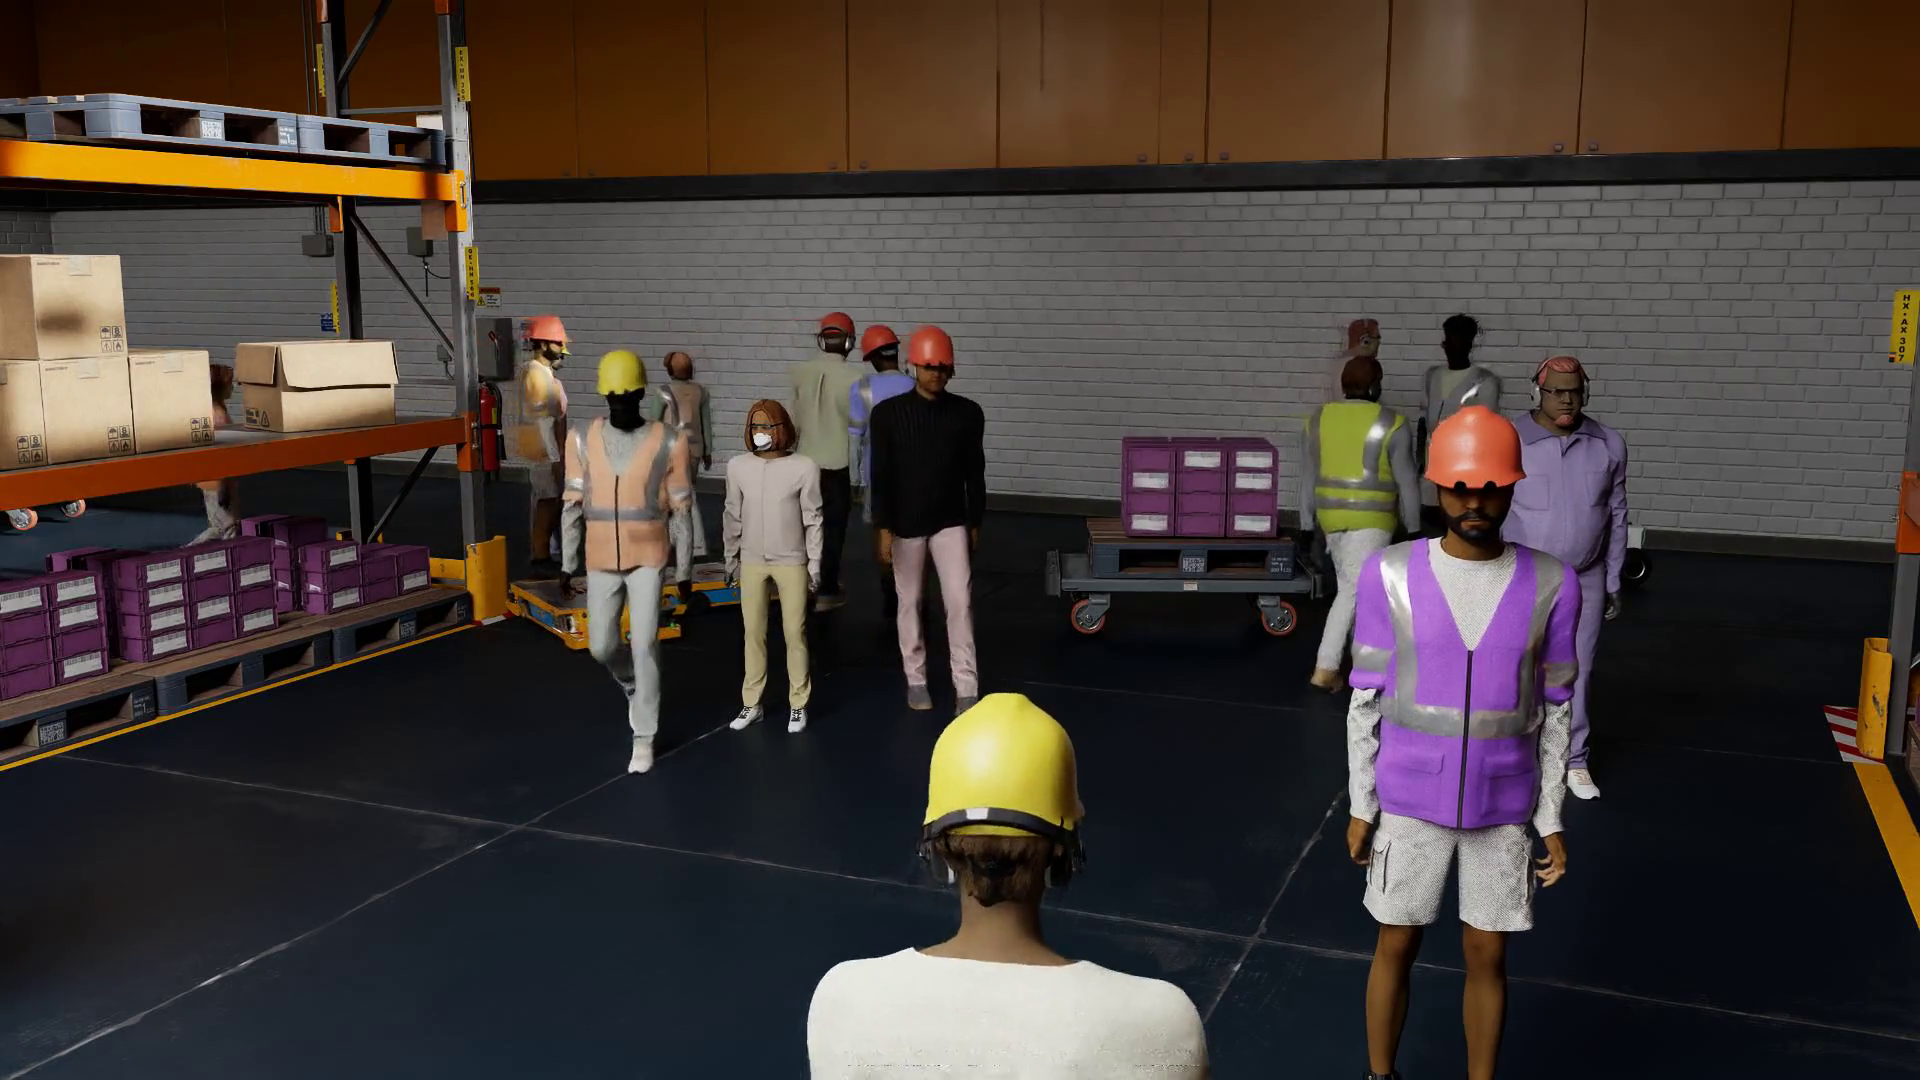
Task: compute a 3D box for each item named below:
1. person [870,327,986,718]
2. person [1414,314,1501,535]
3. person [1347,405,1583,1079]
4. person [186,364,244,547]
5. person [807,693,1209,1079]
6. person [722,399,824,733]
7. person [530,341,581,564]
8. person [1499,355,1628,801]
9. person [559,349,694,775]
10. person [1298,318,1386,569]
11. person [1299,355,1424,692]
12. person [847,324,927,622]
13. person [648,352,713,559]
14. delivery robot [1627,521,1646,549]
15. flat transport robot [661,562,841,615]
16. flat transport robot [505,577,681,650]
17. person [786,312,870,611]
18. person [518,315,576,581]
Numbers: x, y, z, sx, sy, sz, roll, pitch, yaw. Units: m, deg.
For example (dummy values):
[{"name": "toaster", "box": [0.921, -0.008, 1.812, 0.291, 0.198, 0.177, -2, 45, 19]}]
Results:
[{"name": "person", "box": [-0.136, -0.061, 8.246, 0.610, 1.957, 0.889, -2, 9, -9]}, {"name": "person", "box": [3.397, -0.567, 11.350, 0.641, 1.950, 0.626, -6, 11, -34]}, {"name": "person", "box": [1.224, 0.637, 4.088, 0.543, 1.939, 0.361, 2, 10, 11]}, {"name": "person", "box": [-5.002, -0.365, 11.102, 0.592, 1.622, 0.521, -7, 11, -35]}, {"name": "person", "box": [0.088, 1.050, 2.253, 0.528, 1.725, 0.892, 3, 10, 18]}, {"name": "person", "box": [-0.910, 0.128, 8.093, 0.507, 1.632, 0.268, 2, 10, 12]}, {"name": "person", "box": [-3.122, -0.701, 12.730, 0.329, 1.765, 0.533, -7, 12, -36]}, {"name": "person", "box": [2.510, 0.169, 7.062, 0.636, 1.900, 0.404, 0, 9, 0]}, {"name": "person", "box": [-1.512, 0.067, 7.661, 0.610, 1.904, 0.703, 1, 9, 5]}, {"name": "person", "box": [2.873, -0.681, 12.207, 0.640, 1.889, 0.661, 1, 9, 6]}, {"name": "person", "box": [2.148, -0.098, 9.013, 0.630, 1.799, 0.972, 9, 13, 44]}, {"name": "person", "box": [-0.393, -0.416, 10.603, 0.652, 1.895, 0.474, -1, 9, -4]}, {"name": "person", "box": [-2.228, -0.670, 13.033, 0.849, 1.592, 0.527, 9, 13, 43]}, {"name": "delivery robot", "box": [4.516, -0.014, 11.934, 0.707, 0.478, 0.477, 0, 9, 0]}, {"name": "flat transport robot", "box": [-1.583, 0.299, 11.178, 1.431, 0.197, 0.652, -6, 11, -31]}, {"name": "flat transport robot", "box": [-2.322, 0.425, 10.414, 0.652, 0.197, 1.431, -6, 11, -31]}, {"name": "person", "box": [-0.833, -0.516, 10.988, 0.670, 1.959, 0.491, 5, 10, 26]}, {"name": "person", "box": [-2.940, -0.637, 11.856, 0.391, 1.920, 0.561, -1, 9, -7]}]
